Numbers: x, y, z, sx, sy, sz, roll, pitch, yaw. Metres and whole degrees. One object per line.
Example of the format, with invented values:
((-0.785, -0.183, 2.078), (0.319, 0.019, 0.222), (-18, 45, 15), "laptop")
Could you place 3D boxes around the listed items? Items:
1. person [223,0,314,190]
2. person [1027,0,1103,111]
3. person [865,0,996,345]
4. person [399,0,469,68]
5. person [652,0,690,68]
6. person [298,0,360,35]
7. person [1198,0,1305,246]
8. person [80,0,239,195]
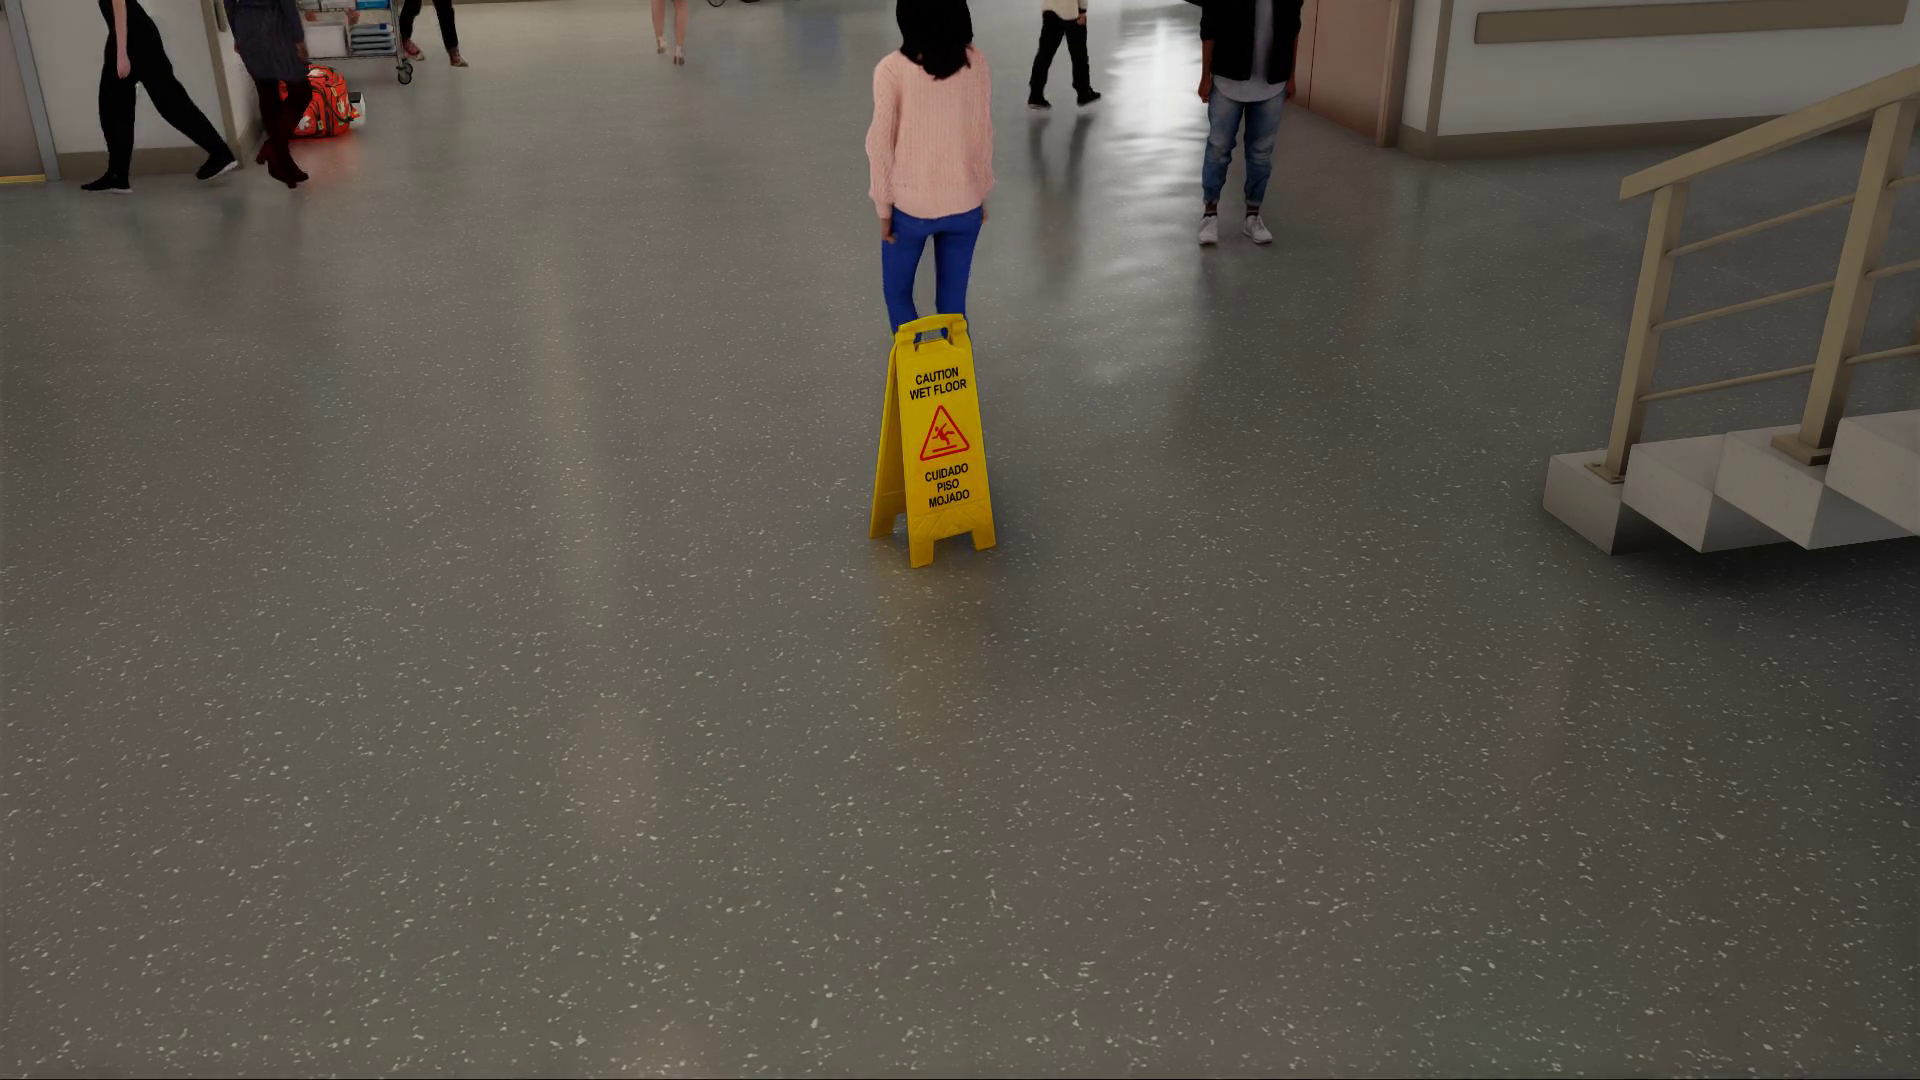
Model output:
((-4.003, -2.834, 9.511), (0.779, 1.699, 0.880), (4, 26, 8), "person")
((0.679, -3.706, 11.631), (0.979, 1.427, 0.987), (19, 32, 34), "person")
((-0.068, -1.138, 5.928), (0.644, 1.755, 0.617), (-6, 26, -12), "person")
((-4.361, -4.629, 13.215), (1.220, 1.714, 1.017), (23, 34, 39), "person")
((-2.269, -4.599, 13.224), (0.588, 1.652, 0.884), (-8, 27, -16), "person")
((-5.536, -5.061, 14.243), (0.842, 1.599, 0.843), (5, 26, 11), "person")
((1.489, -2.442, 8.571), (0.735, 1.809, 0.654), (-2, 26, -4), "person")
((-4.622, -2.841, 9.523), (0.979, 1.700, 1.143), (-20, 32, -36), "person")
